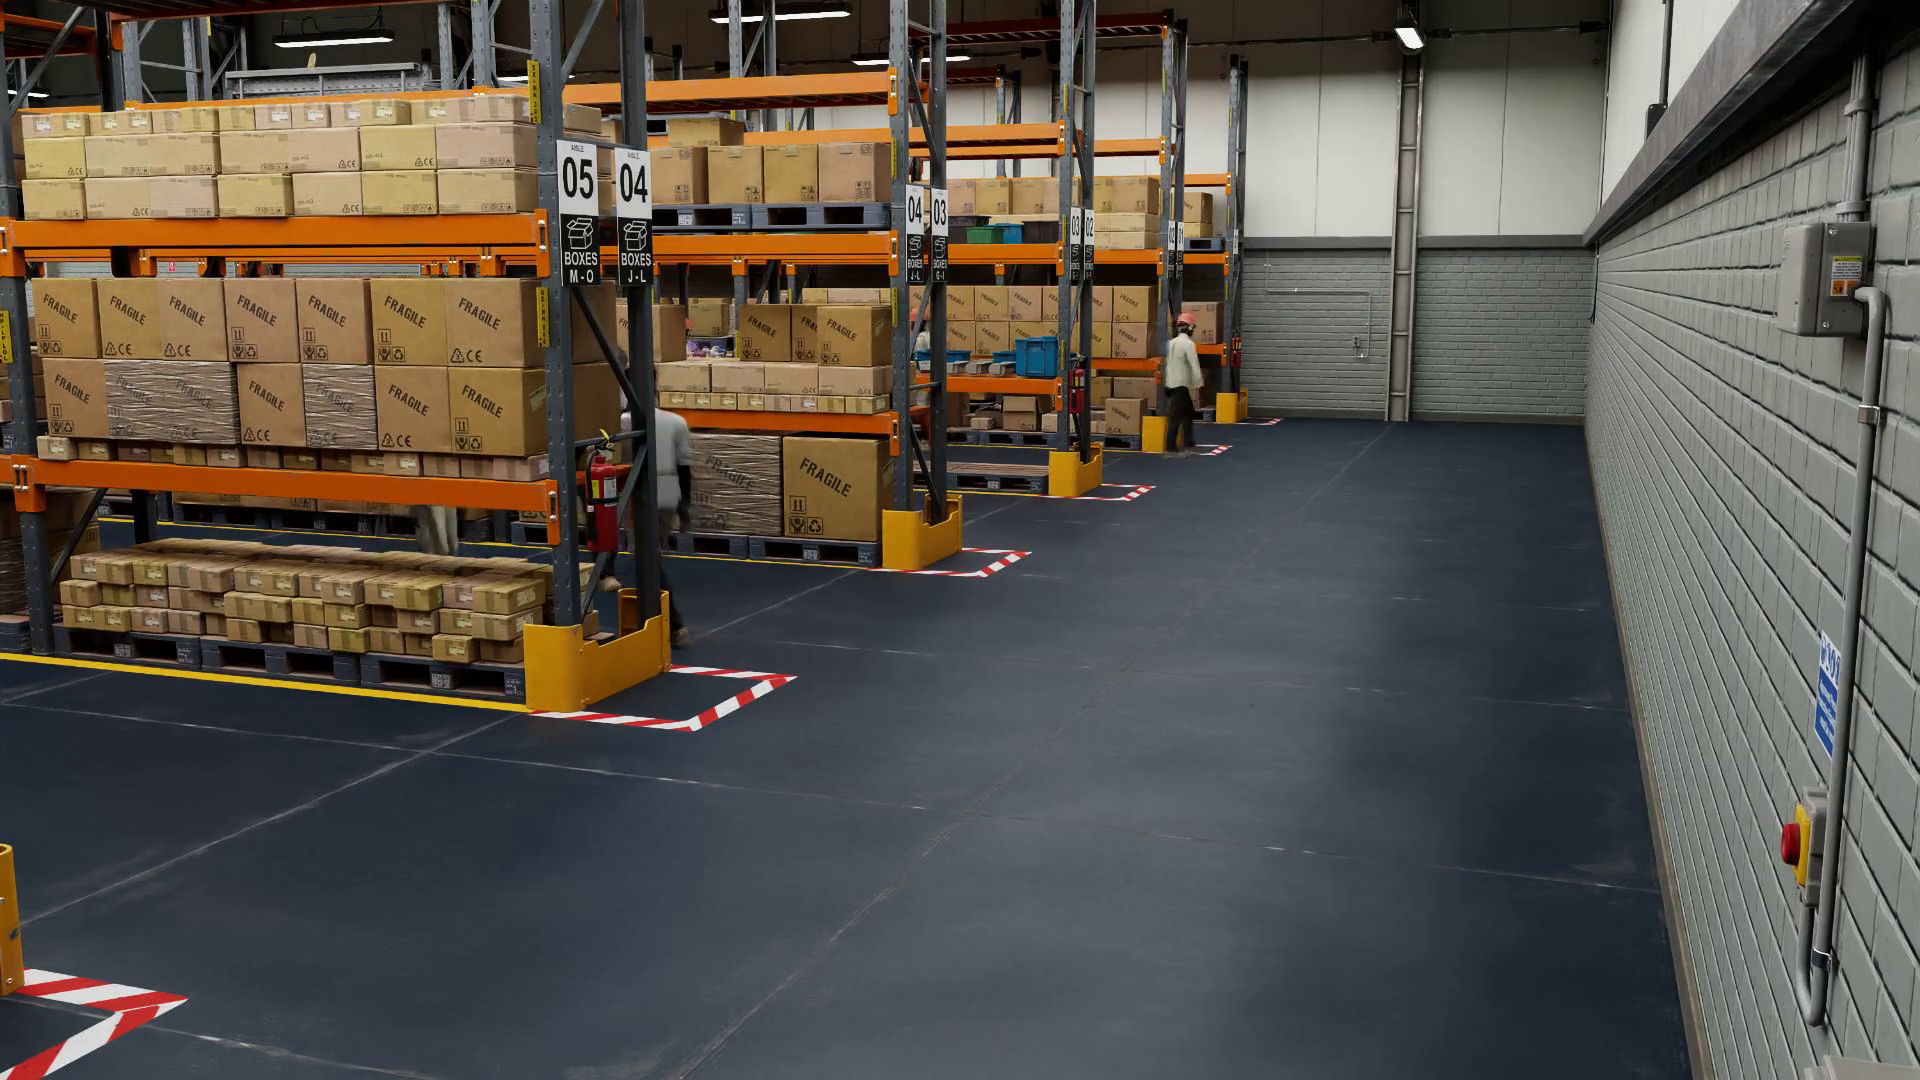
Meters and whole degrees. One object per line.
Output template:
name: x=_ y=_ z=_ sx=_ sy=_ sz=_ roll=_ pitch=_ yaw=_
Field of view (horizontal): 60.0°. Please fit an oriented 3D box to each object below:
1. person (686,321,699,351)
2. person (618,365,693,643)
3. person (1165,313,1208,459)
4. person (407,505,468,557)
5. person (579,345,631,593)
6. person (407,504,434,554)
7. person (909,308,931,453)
person: x=-3.816 y=-2.056 z=22.578 sx=0.915 sy=1.893 sz=0.576 roll=4 pitch=10 yaw=24
person: x=-2.116 y=-0.259 z=11.369 sx=0.620 sy=1.918 sz=1.031 roll=-7 pitch=11 yaw=-36
person: x=3.115 y=-2.085 z=22.566 sx=0.790 sy=1.955 sz=0.704 roll=-2 pitch=9 yaw=-13
person: x=-3.720 y=-0.300 z=11.766 sx=0.470 sy=1.856 sz=0.549 roll=4 pitch=10 yaw=23
person: x=-2.869 y=-0.651 z=13.383 sx=0.713 sy=2.000 sz=1.044 roll=-5 pitch=10 yaw=-29
person: x=-4.236 y=-0.548 z=13.094 sx=0.436 sy=1.923 sz=0.659 roll=7 pitch=11 yaw=37
person: x=-0.564 y=-2.209 z=23.174 sx=0.423 sy=2.028 sz=0.610 roll=2 pitch=9 yaw=14
